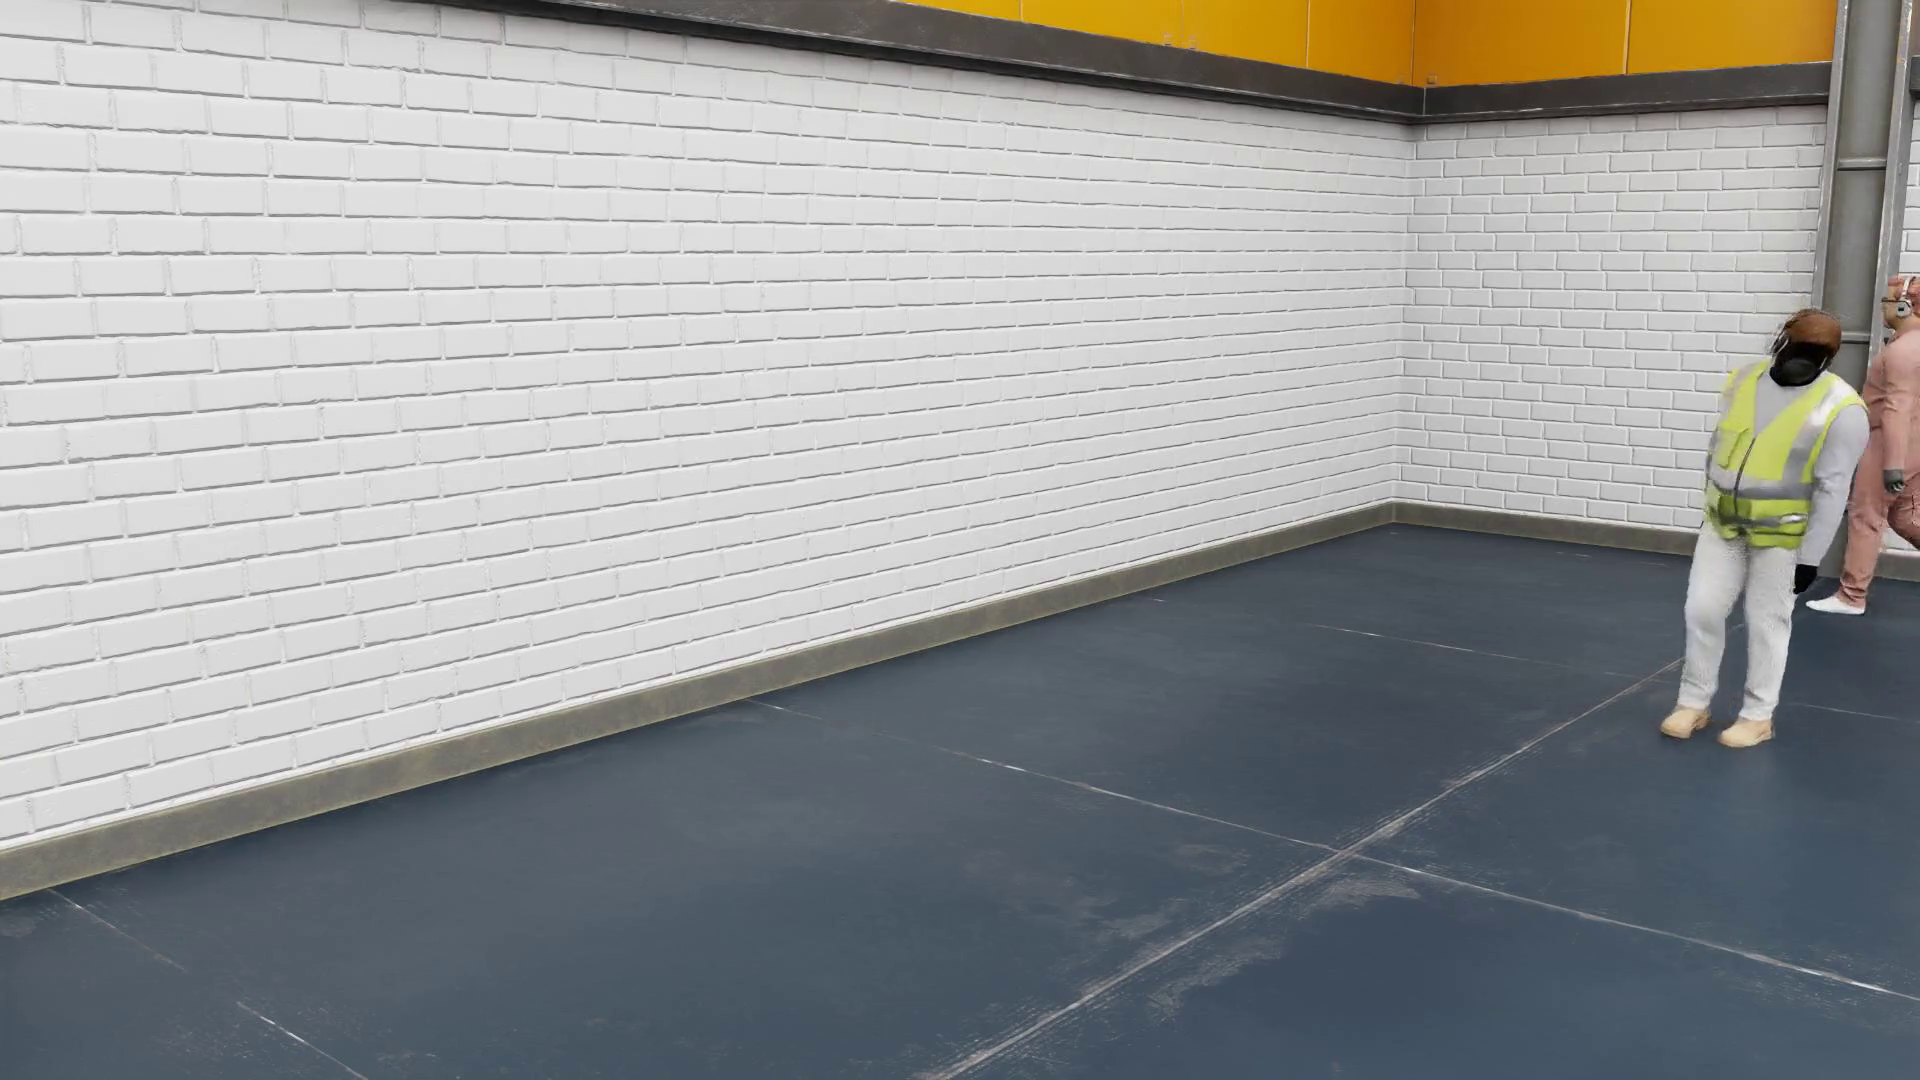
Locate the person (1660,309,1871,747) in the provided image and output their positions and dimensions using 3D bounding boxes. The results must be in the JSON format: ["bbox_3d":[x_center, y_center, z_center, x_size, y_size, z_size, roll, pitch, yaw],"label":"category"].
[{"bbox_3d":[3.201,-0.022,6.619,0.503,1.792,0.704,-7,12,-33],"label":"person"}]

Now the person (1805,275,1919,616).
[{"bbox_3d":[5.126,-0.483,8.982,0.650,1.885,0.795,-8,13,-40],"label":"person"}]
